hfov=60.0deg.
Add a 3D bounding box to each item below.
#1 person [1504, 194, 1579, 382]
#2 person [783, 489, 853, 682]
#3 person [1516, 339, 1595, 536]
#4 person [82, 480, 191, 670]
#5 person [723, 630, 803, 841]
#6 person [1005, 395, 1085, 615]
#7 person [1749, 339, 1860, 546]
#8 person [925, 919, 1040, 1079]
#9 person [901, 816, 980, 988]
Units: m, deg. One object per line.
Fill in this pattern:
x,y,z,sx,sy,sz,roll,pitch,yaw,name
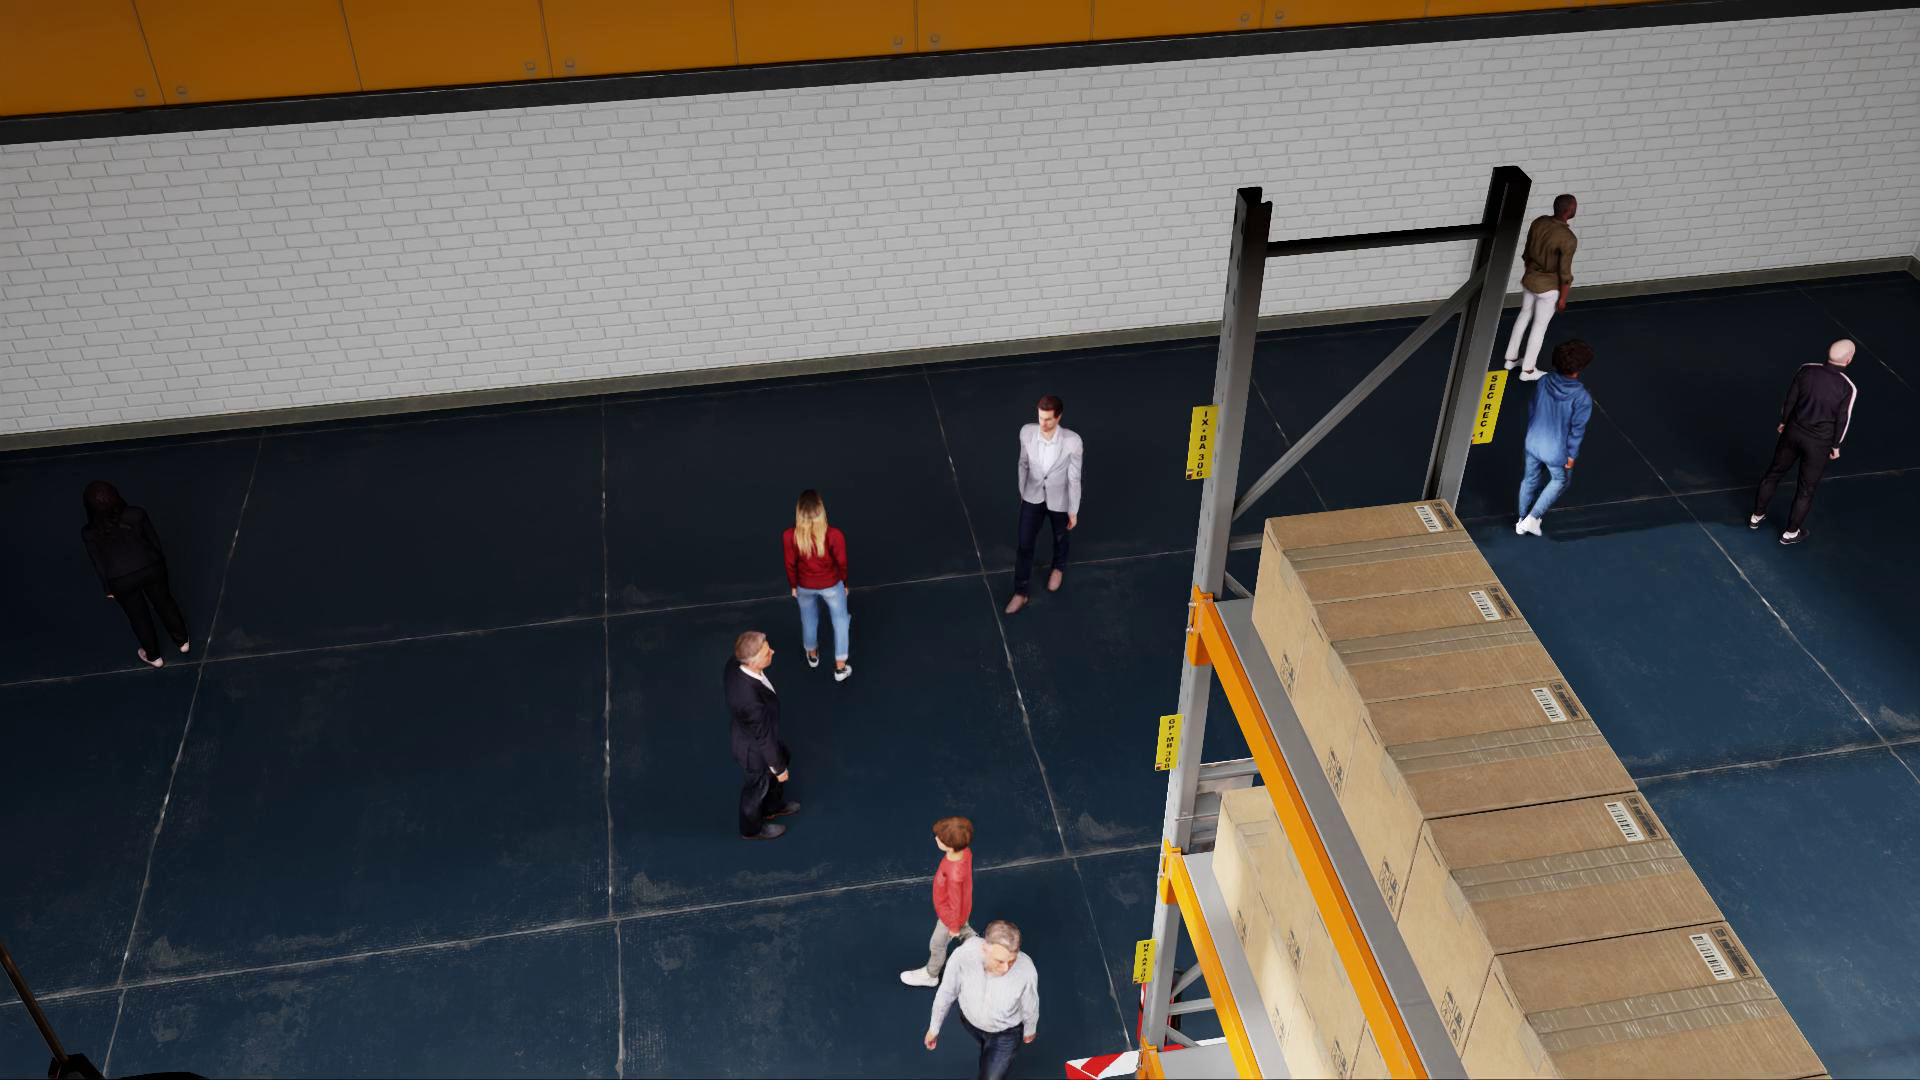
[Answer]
5.299,-2.312,15.133,0.839,1.825,0.598,-16,41,-19,person
-1.010,0.322,11.980,0.670,1.644,0.743,0,39,0,person
4.646,-0.749,13.197,0.876,1.799,0.778,-27,46,-29,person
-6.007,0.240,12.104,0.801,1.617,0.759,31,48,33,person
-1.390,1.279,10.653,0.817,1.804,0.629,-9,40,-11,person
0.717,-0.370,12.704,0.973,1.822,1.113,12,40,14,person
6.734,-0.794,13.222,0.816,1.837,0.688,-26,46,-29,person
0.208,2.563,9.079,1.128,1.762,1.272,18,42,22,person
0.021,2.164,9.869,0.738,1.400,0.820,5,39,6,person
